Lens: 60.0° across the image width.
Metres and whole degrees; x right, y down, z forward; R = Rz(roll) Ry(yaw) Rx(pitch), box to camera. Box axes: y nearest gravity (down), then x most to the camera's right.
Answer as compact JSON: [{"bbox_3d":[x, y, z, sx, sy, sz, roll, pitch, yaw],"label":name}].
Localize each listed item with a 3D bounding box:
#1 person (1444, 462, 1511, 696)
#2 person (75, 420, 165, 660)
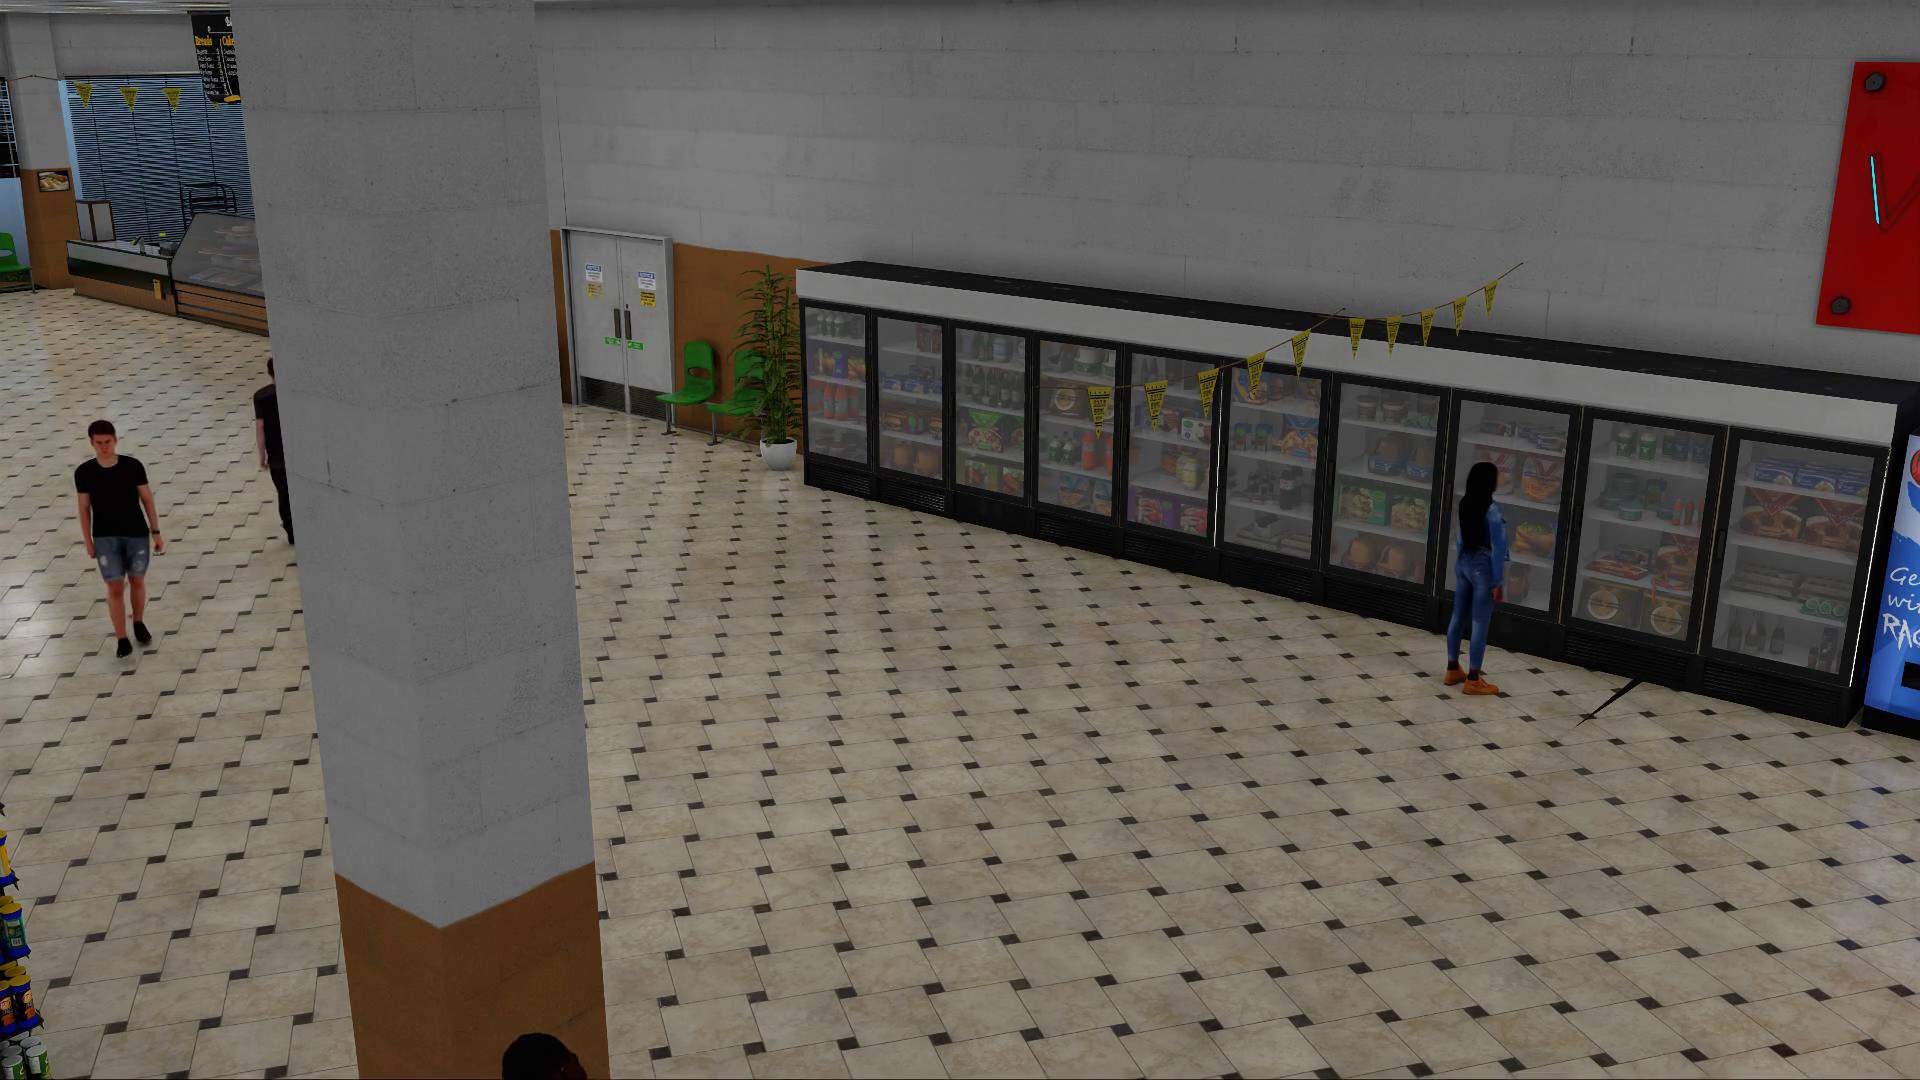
[{"bbox_3d":[3.737,0.265,12.041,0.681,1.712,0.680,-6,18,-19],"label":"person"},{"bbox_3d":[-6.497,-0.045,12.886,1.073,1.816,0.950,-11,20,-32],"label":"person"}]
